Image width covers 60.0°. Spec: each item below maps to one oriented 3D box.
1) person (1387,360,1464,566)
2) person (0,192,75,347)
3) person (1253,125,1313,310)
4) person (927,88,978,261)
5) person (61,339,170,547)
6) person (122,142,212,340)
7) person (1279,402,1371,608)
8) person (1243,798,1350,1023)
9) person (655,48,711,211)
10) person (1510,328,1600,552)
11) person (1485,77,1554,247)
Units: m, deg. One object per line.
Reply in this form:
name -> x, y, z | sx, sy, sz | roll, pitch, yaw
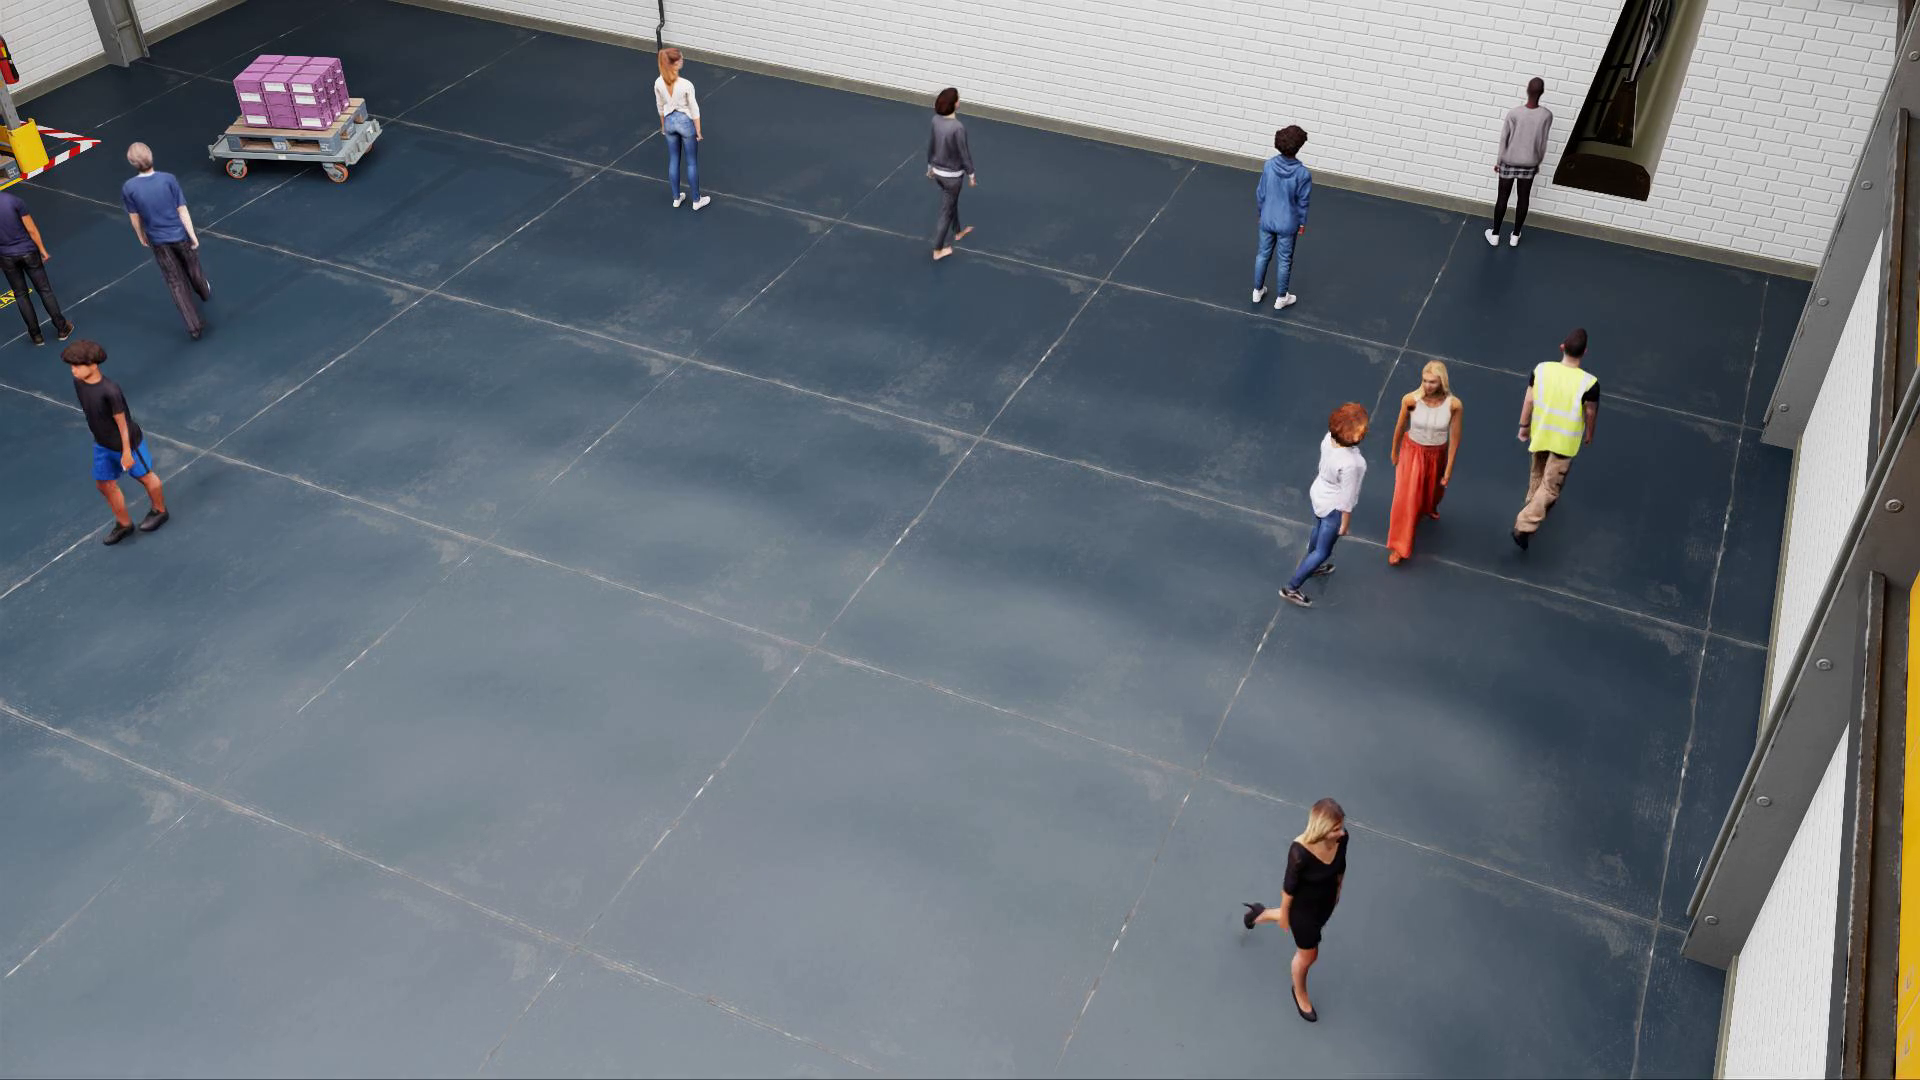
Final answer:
person -> 3.573, -0.667, 12.771 | 0.840, 1.776, 1.122 | 5, 39, 6
person -> -8.621, -2.615, 15.196 | 0.696, 1.793, 0.776 | -15, 41, -18
person -> 3.035, -3.060, 15.741 | 0.715, 1.809, 0.617 | 24, 44, 27
person -> -0.177, -3.589, 16.453 | 1.002, 1.747, 0.833 | -31, 48, -33
person -> -6.509, -0.833, 12.974 | 0.641, 1.782, 0.782 | 15, 41, 18
person -> -7.246, -2.703, 15.276 | 1.151, 1.832, 1.165 | -15, 41, -18
person -> 2.732, -0.284, 12.347 | 0.967, 1.707, 0.914 | -13, 40, -16
person -> 1.952, 2.021, 9.502 | 0.988, 1.655, 0.937 | -22, 44, -25
person -> -2.923, -4.283, 17.360 | 0.629, 1.700, 0.539 | 12, 40, 14
person -> 4.572, -0.759, 12.853 | 0.918, 1.818, 1.208 | 31, 48, 33
person -> 5.616, -3.789, 16.682 | 0.675, 1.774, 0.637 | 5, 39, 6
